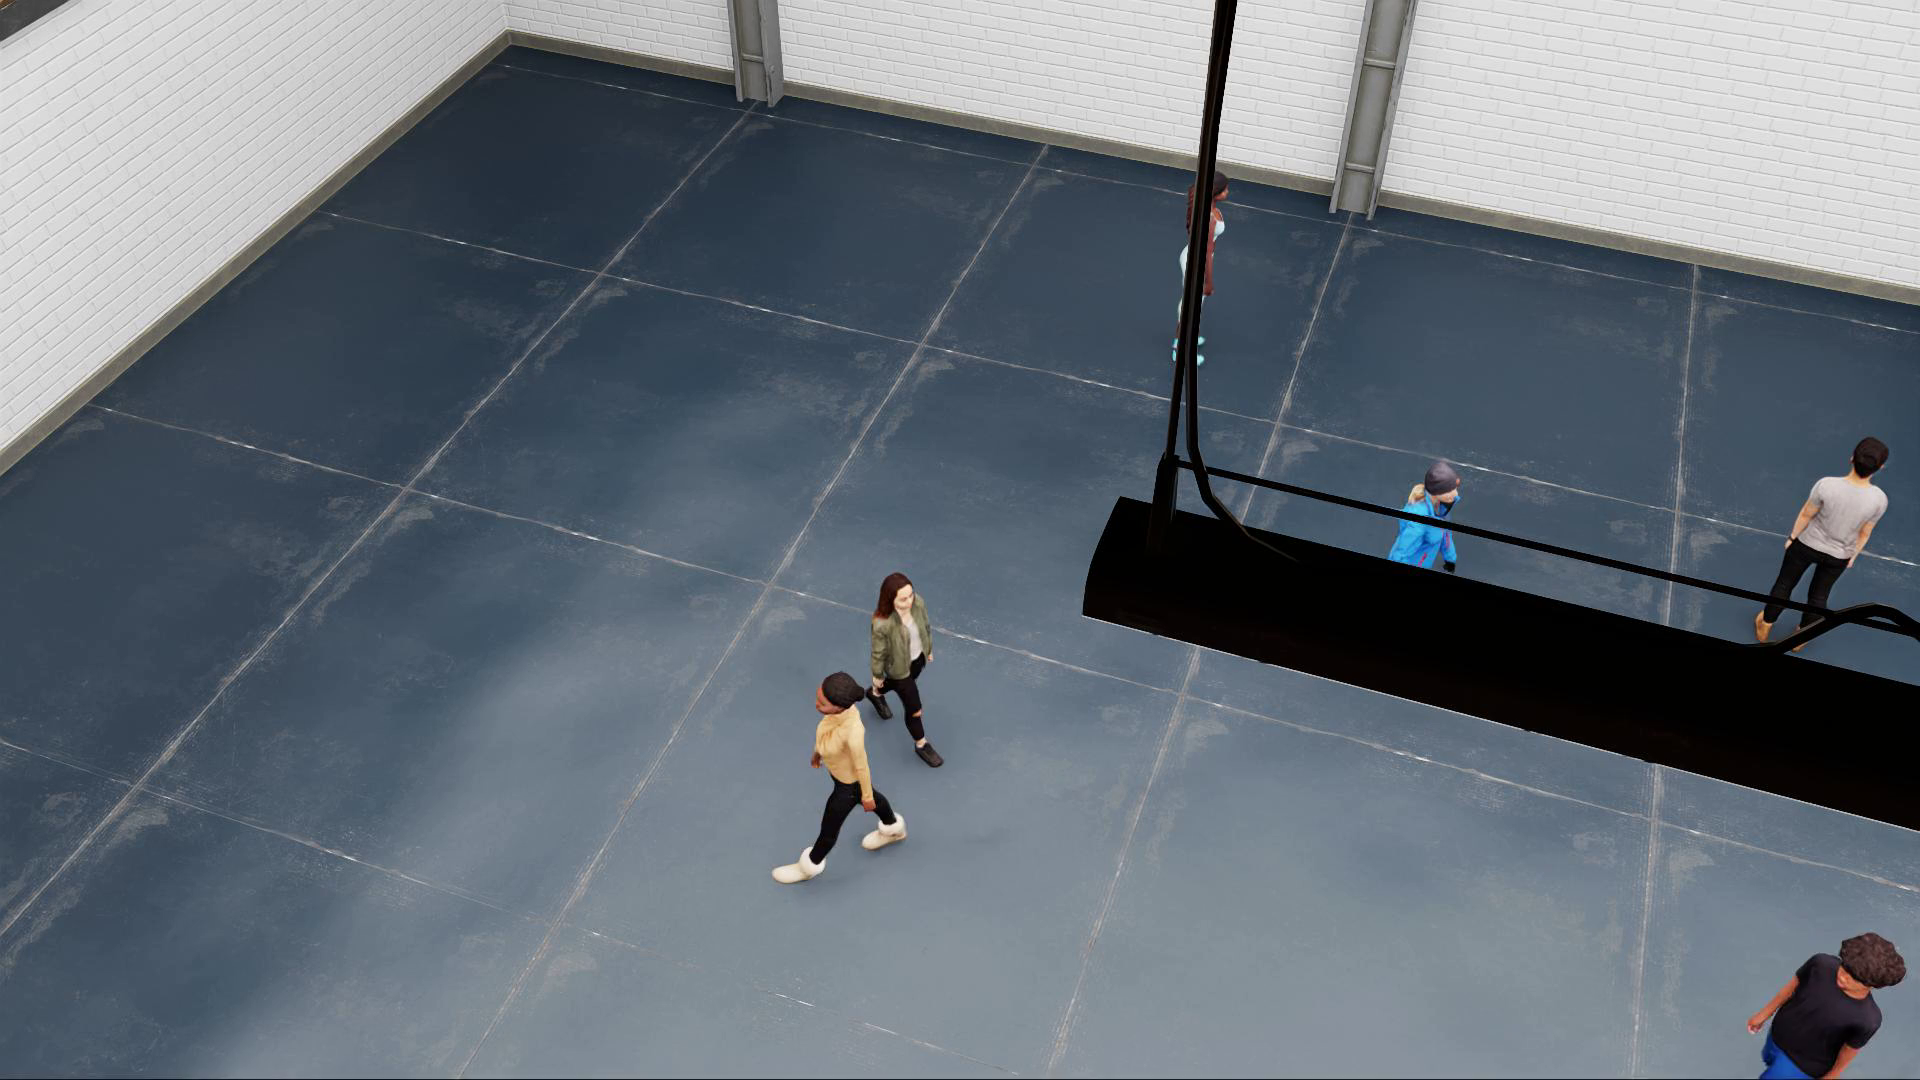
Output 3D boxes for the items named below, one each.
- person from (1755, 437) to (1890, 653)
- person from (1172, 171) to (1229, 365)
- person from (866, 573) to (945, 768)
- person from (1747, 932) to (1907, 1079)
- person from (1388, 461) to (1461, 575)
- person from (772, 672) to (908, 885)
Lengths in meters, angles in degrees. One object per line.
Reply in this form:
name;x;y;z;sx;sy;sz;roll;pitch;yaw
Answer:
person;5.619;0.032;10.824;0.464;1.718;0.658;16;46;17
person;1.865;-2.157;13.117;0.662;1.724;0.647;-4;44;-4
person;-0.393;0.725;10.294;1.055;1.446;0.837;33;53;30
person;4.238;2.461;8.235;1.197;1.772;1.007;-9;44;-10
person;2.783;0.138;10.675;1.079;1.768;0.743;21;47;20
person;-0.566;1.324;9.543;1.164;1.614;1.044;-13;45;-14
